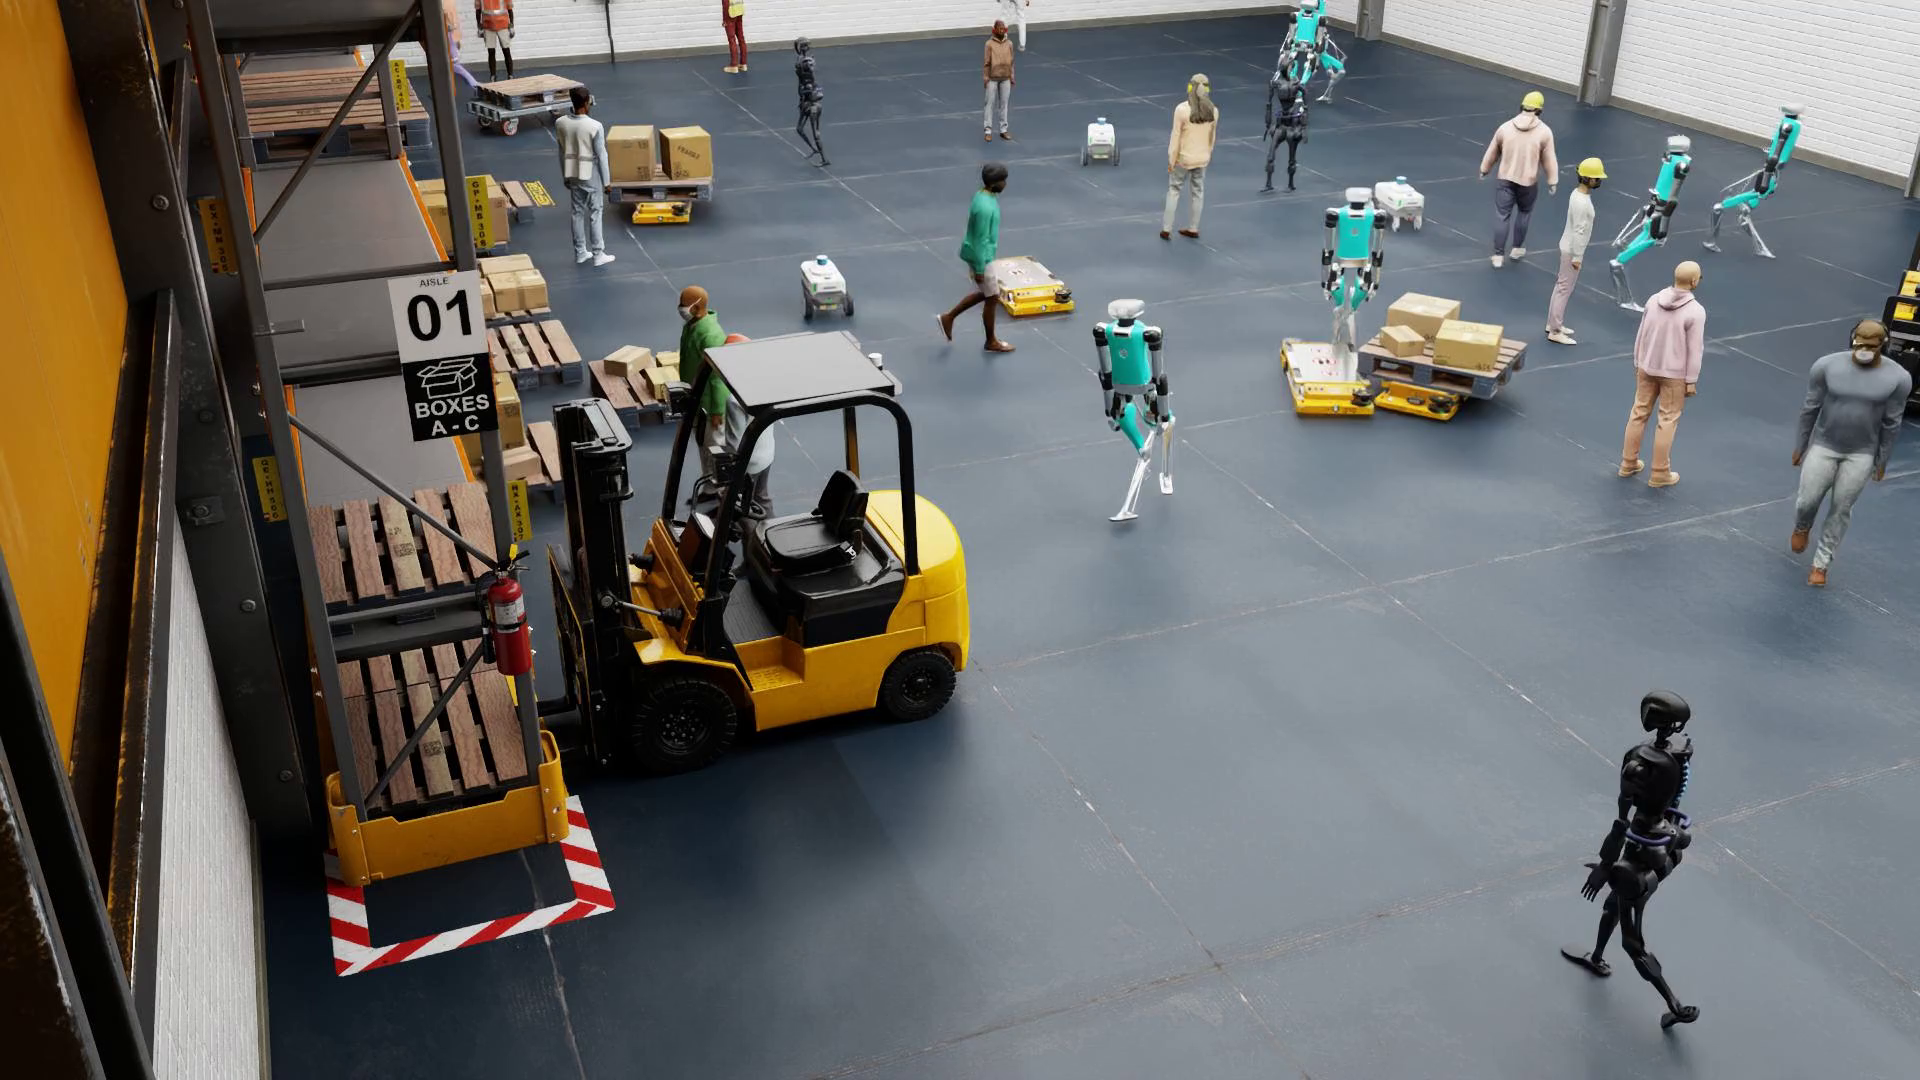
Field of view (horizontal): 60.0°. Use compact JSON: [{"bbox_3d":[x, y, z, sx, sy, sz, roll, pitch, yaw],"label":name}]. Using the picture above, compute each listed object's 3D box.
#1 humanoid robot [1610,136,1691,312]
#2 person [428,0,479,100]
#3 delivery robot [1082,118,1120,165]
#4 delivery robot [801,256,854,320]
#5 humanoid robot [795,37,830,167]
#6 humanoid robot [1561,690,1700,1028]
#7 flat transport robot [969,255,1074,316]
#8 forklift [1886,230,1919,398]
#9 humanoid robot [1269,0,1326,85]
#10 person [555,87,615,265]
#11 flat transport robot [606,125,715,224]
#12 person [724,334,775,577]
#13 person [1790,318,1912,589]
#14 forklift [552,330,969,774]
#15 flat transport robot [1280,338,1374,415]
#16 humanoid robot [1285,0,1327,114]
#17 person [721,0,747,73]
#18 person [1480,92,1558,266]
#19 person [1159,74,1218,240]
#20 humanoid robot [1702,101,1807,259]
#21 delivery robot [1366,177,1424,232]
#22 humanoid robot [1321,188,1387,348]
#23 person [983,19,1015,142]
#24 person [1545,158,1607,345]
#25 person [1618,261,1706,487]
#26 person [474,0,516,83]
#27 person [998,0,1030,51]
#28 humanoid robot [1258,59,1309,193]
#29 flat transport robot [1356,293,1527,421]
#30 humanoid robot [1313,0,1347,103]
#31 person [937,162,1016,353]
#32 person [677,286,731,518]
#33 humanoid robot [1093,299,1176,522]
[{"bbox_3d":[6.783,-3.107,16.603,0.709,1.839,0.556,3,27,6],"label":"humanoid robot"},{"bbox_3d":[-7.815,-7.663,25.517,0.876,1.808,0.564,-2,27,-4],"label":"person"},{"bbox_3d":[1.888,-5.356,22.295,0.499,0.570,0.750,1,27,3],"label":"delivery robot"},{"bbox_3d":[-1.376,-2.554,16.759,0.499,0.603,0.807,-7,28,-13],"label":"delivery robot"},{"bbox_3d":[-1.971,-5.796,21.945,0.362,1.645,0.612,-11,29,-21],"label":"humanoid robot"},{"bbox_3d":[3.188,1.450,7.595,0.587,1.646,0.740,-21,33,-35],"label":"humanoid robot"},{"bbox_3d":[0.624,-2.656,17.270,0.659,0.231,1.431,-8,28,-16],"label":"flat transport robot"},{"bbox_3d":[9.029,-2.397,14.618,1.214,2.155,2.313,18,32,32],"label":"forklift"},{"bbox_3d":[5.192,-7.903,26.107,1.016,1.755,0.560,-12,29,-23],"label":"humanoid robot"},{"bbox_3d":[-4.047,-3.912,17.950,0.595,1.909,0.410,11,29,20],"label":"person"},{"bbox_3d":[-3.592,-4.126,20.193,0.659,0.231,1.431,-2,27,-4],"label":"flat transport robot"},{"bbox_3d":[-1.473,-0.589,11.523,0.350,1.737,0.572,9,28,17],"label":"person"},{"bbox_3d":[6.045,-0.624,11.395,0.625,1.922,0.522,13,29,23],"label":"person"},{"bbox_3d":[-1.094,0.010,9.831,2.313,2.155,1.214,-10,28,-20],"label":"forklift"},{"bbox_3d":[3.275,-1.471,14.913,0.659,0.231,1.431,2,27,3],"label":"flat transport robot"},{"bbox_3d":[4.925,-6.864,23.999,0.554,1.736,1.013,8,28,16],"label":"humanoid robot"},{"bbox_3d":[-3.748,-8.649,27.516,0.380,1.773,0.466,19,33,33],"label":"person"},{"bbox_3d":[6.071,-3.937,18.066,0.830,1.830,0.738,11,29,21],"label":"person"},{"bbox_3d":[2.604,-4.306,18.779,0.561,1.865,0.473,-6,27,-12],"label":"person"},{"bbox_3d":[8.642,-3.967,18.306,0.934,1.773,0.537,19,32,33],"label":"humanoid robot"},{"bbox_3d":[5.158,-3.979,19.557,0.499,0.570,0.746,-5,27,-10],"label":"delivery robot"},{"bbox_3d":[3.528,-2.385,15.092,0.530,1.770,0.768,5,27,9],"label":"humanoid robot"},{"bbox_3d":[0.533,-6.419,23.212,0.459,1.651,0.328,-8,28,-16],"label":"person"},{"bbox_3d":[5.852,-2.749,15.789,0.314,1.767,0.534,7,27,13],"label":"person"},{"bbox_3d":[5.438,-1.282,12.851,0.400,1.781,0.536,-18,32,-32],"label":"person"},{"bbox_3d":[-7.325,-8.108,26.228,0.610,1.965,0.363,-2,27,-5],"label":"person"},{"bbox_3d":[0.946,-9.538,29.177,0.581,1.878,0.420,-2,27,-4],"label":"person"},{"bbox_3d":[4.027,-5.098,20.573,0.613,1.639,0.640,19,32,33],"label":"humanoid robot"},{"bbox_3d":[4.264,-1.421,14.813,0.659,0.231,1.431,16,31,29],"label":"flat transport robot"},{"bbox_3d":[5.629,-7.436,25.269,0.773,1.896,0.558,9,28,18],"label":"humanoid robot"},{"bbox_3d":[0.150,-2.609,15.445,0.685,1.823,0.533,0,27,1],"label":"person"},{"bbox_3d":[-1.884,-1.031,12.358,0.383,1.781,0.551,-13,30,-25],"label":"person"},{"bbox_3d":[1.377,-1.027,12.443,0.593,1.749,1.041,15,30,27],"label":"humanoid robot"}]
